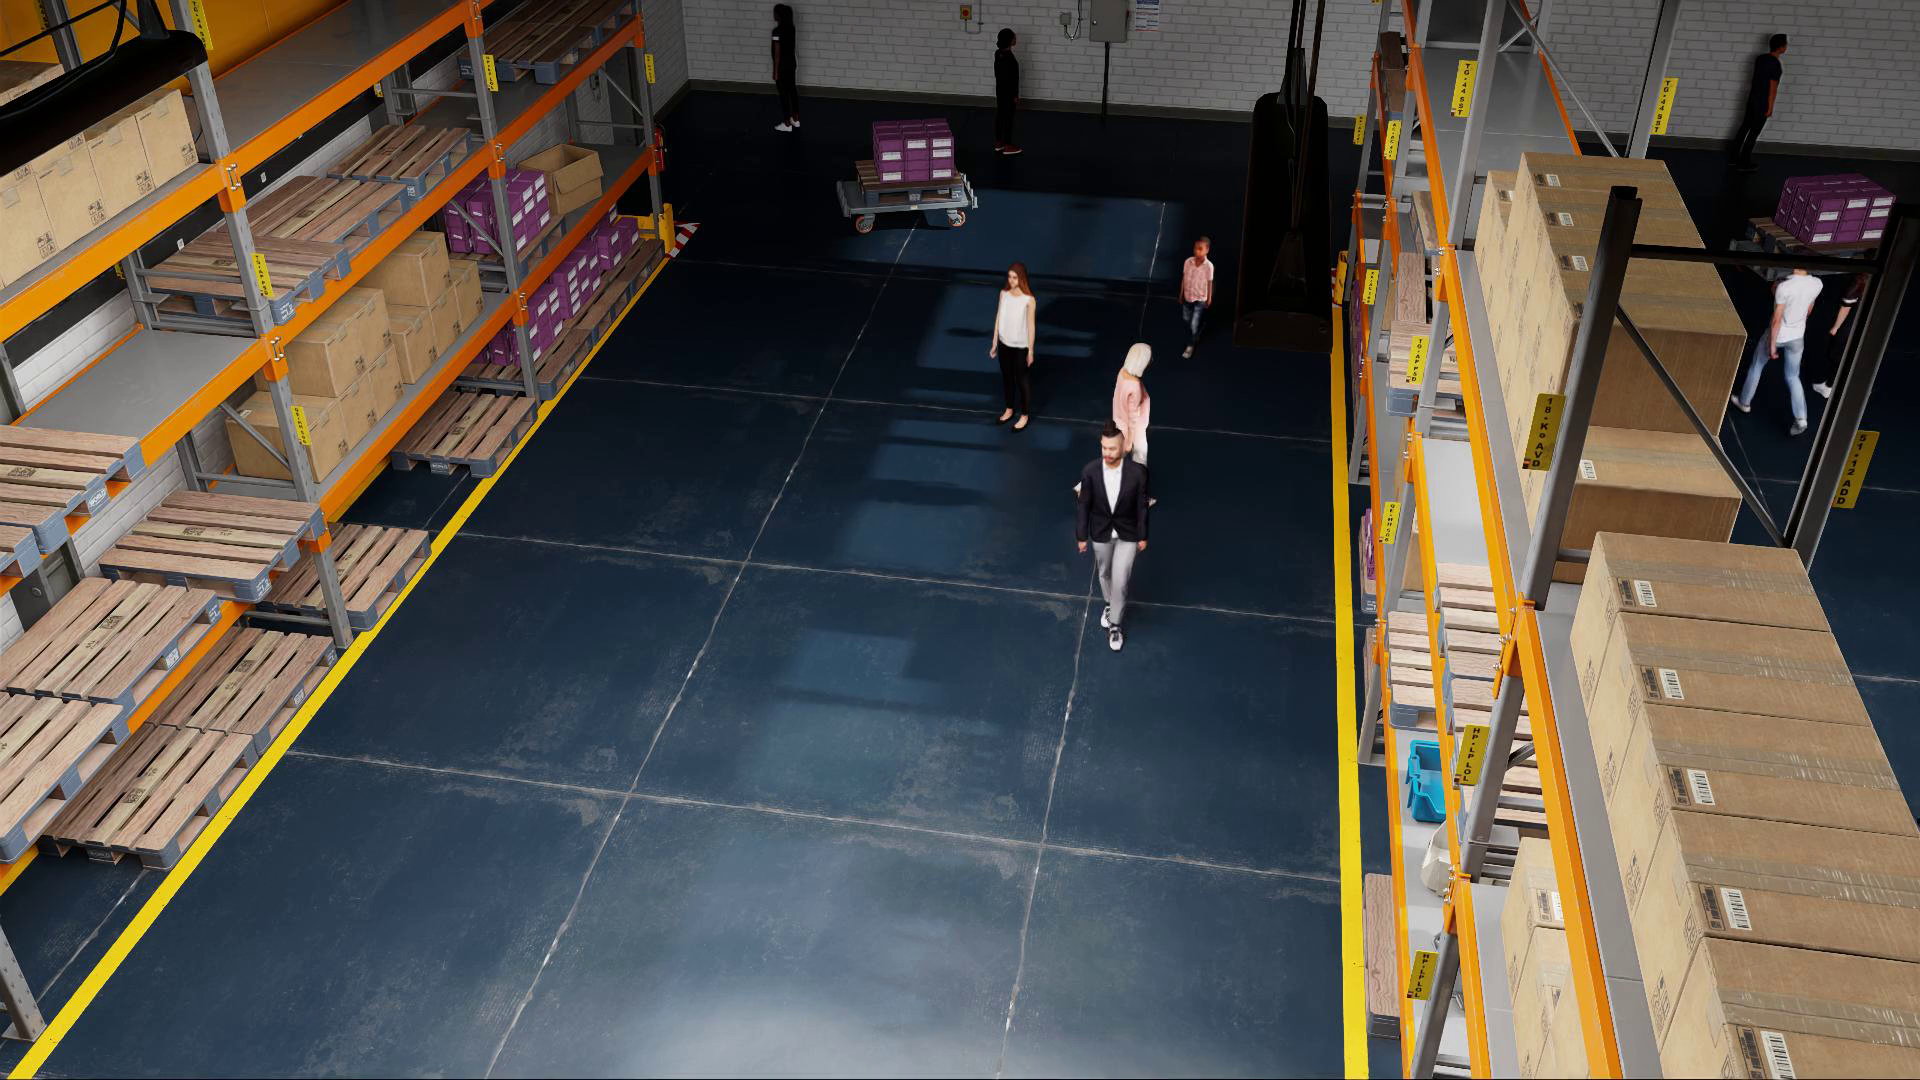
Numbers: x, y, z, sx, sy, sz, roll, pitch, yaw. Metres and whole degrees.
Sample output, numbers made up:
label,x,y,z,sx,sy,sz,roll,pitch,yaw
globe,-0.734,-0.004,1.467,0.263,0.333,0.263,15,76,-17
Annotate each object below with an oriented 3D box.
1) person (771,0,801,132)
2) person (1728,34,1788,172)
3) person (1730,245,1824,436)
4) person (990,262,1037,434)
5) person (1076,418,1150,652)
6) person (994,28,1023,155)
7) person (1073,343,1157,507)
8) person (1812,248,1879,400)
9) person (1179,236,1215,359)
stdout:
label,x,y,z,sx,sy,sz,roll,pitch,yaw
person,-2.428,-6.549,23.030,0.753,1.730,0.620,19,38,26
person,10.446,-5.736,21.749,0.761,1.793,0.597,-6,34,-9
person,7.961,-1.876,15.925,0.909,1.812,1.277,-4,34,-6
person,0.536,-1.893,16.035,0.678,1.720,0.694,25,41,32
person,1.234,-0.142,13.211,0.759,1.929,0.882,9,35,13
person,0.621,-6.019,22.282,0.738,1.675,0.678,-21,39,-28
person,1.402,-0.955,14.644,0.979,1.697,1.057,-10,35,-15
person,8.845,-2.075,16.393,0.846,1.626,0.971,-11,35,-16
person,2.507,-2.592,17.473,0.705,1.292,0.887,20,38,27
